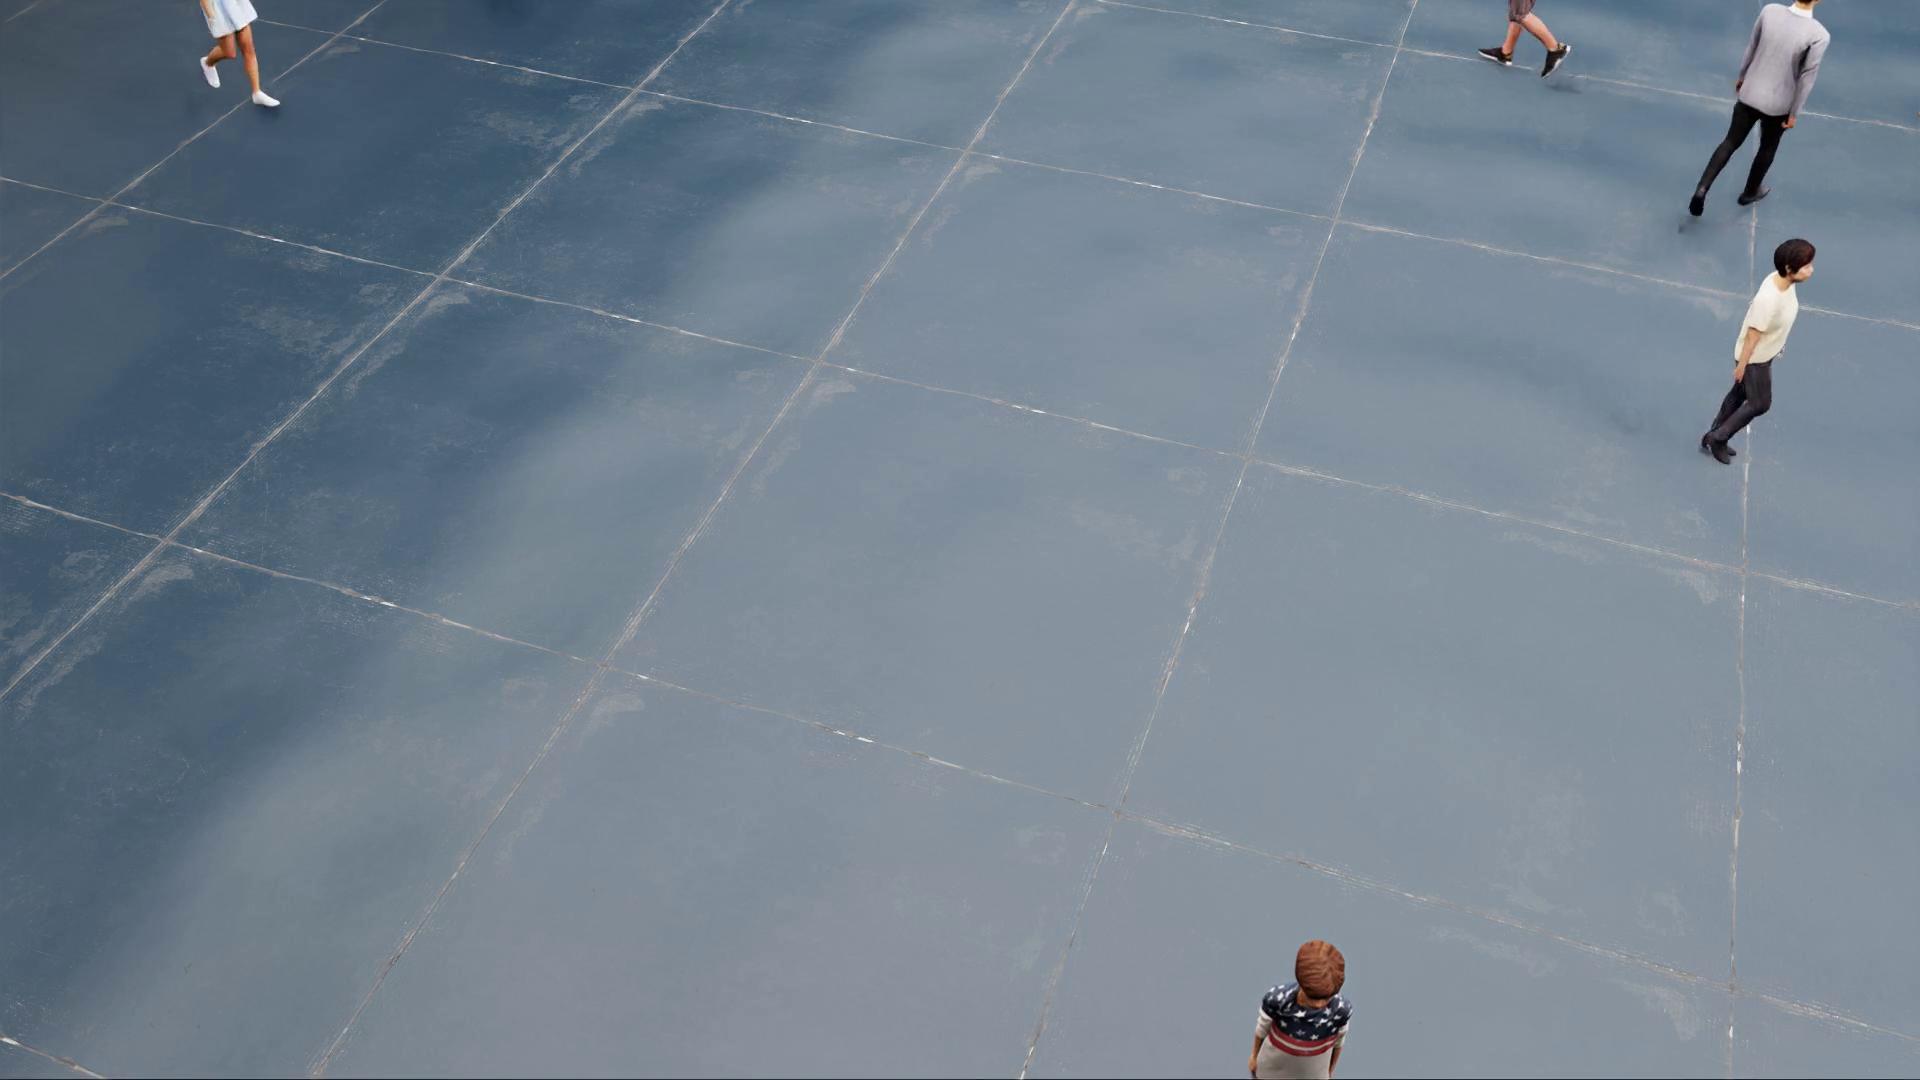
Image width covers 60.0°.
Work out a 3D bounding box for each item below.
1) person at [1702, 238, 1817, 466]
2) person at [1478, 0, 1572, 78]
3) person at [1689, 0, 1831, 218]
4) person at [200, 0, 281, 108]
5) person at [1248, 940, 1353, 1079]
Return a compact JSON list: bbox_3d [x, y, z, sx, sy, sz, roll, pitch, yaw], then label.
[{"bbox_3d":[4.807,-1.161,10.159,0.611,1.579,0.643,24,48,23],"label":"person"},{"bbox_3d":[4.854,-4.740,13.798,1.078,1.843,0.806,24,48,24],"label":"person"},{"bbox_3d":[5.825,-3.219,12.120,1.145,1.910,1.210,-30,51,-28],"label":"person"},{"bbox_3d":[-6.021,-4.328,13.449,0.917,1.717,0.646,17,46,18],"label":"person"},{"bbox_3d":[1.363,2.085,6.784,0.457,1.439,0.596,7,43,7],"label":"person"}]
